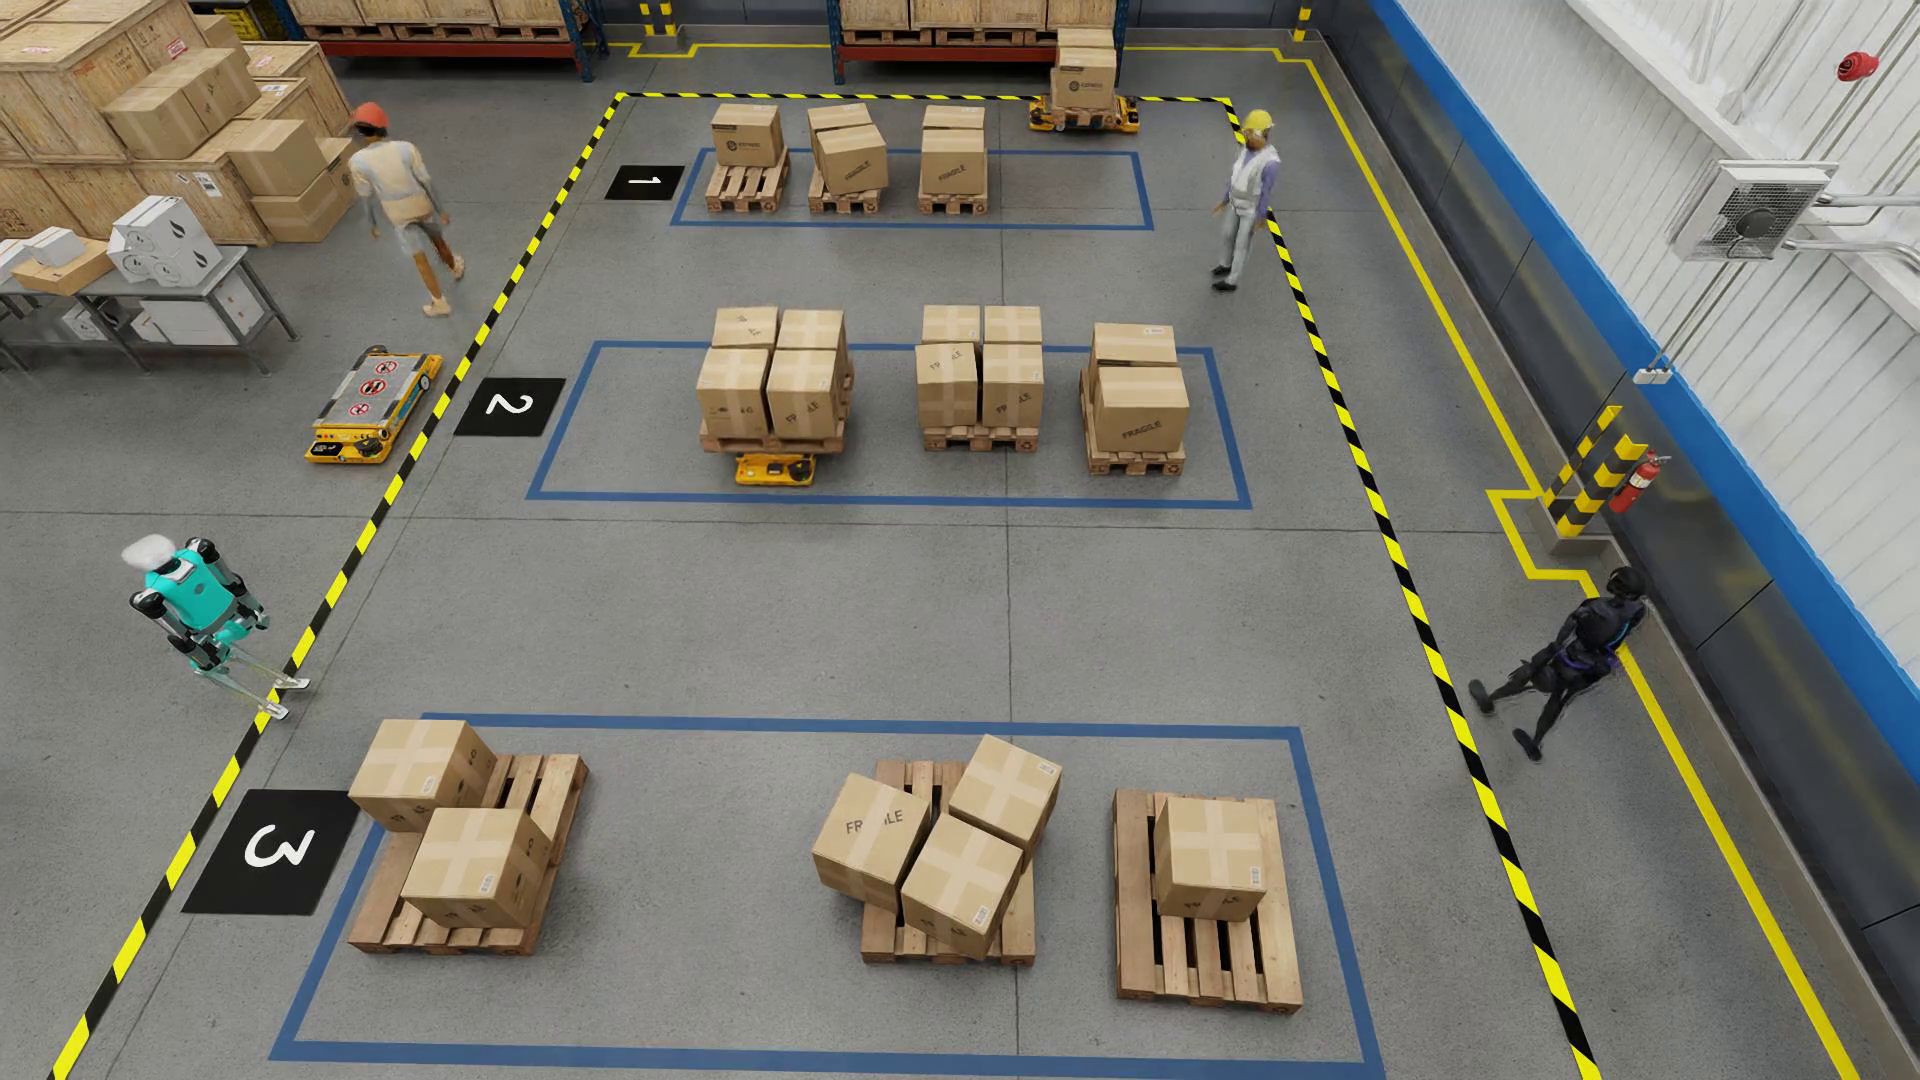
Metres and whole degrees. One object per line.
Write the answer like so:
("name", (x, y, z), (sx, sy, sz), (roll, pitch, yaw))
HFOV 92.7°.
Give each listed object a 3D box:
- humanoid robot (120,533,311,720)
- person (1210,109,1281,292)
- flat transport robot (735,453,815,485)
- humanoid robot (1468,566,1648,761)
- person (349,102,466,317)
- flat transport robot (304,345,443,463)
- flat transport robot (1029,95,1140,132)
("humanoid robot", (-4.849, 0.546, 5.855), (0.735, 1.677, 0.533), (9, 50, 8))
("person", (2.870, -3.371, 9.240), (0.434, 1.796, 0.618), (-12, 51, -10))
("flat transport robot", (-1.586, -1.072, 8.256), (0.652, 0.197, 1.431), (1, 50, 1))
("humanoid robot", (3.842, 0.752, 5.823), (0.614, 1.626, 0.681), (-9, 50, -7))
("person", (-5.448, -3.234, 8.985), (0.697, 1.979, 0.924), (-28, 55, -22))
("flat transport robot", (-5.383, -1.269, 8.441), (0.659, 0.231, 1.431), (1, 50, 1))
("flat transport robot", (1.641, -5.678, 12.153), (1.431, 0.197, 0.652), (1, 50, 1))
